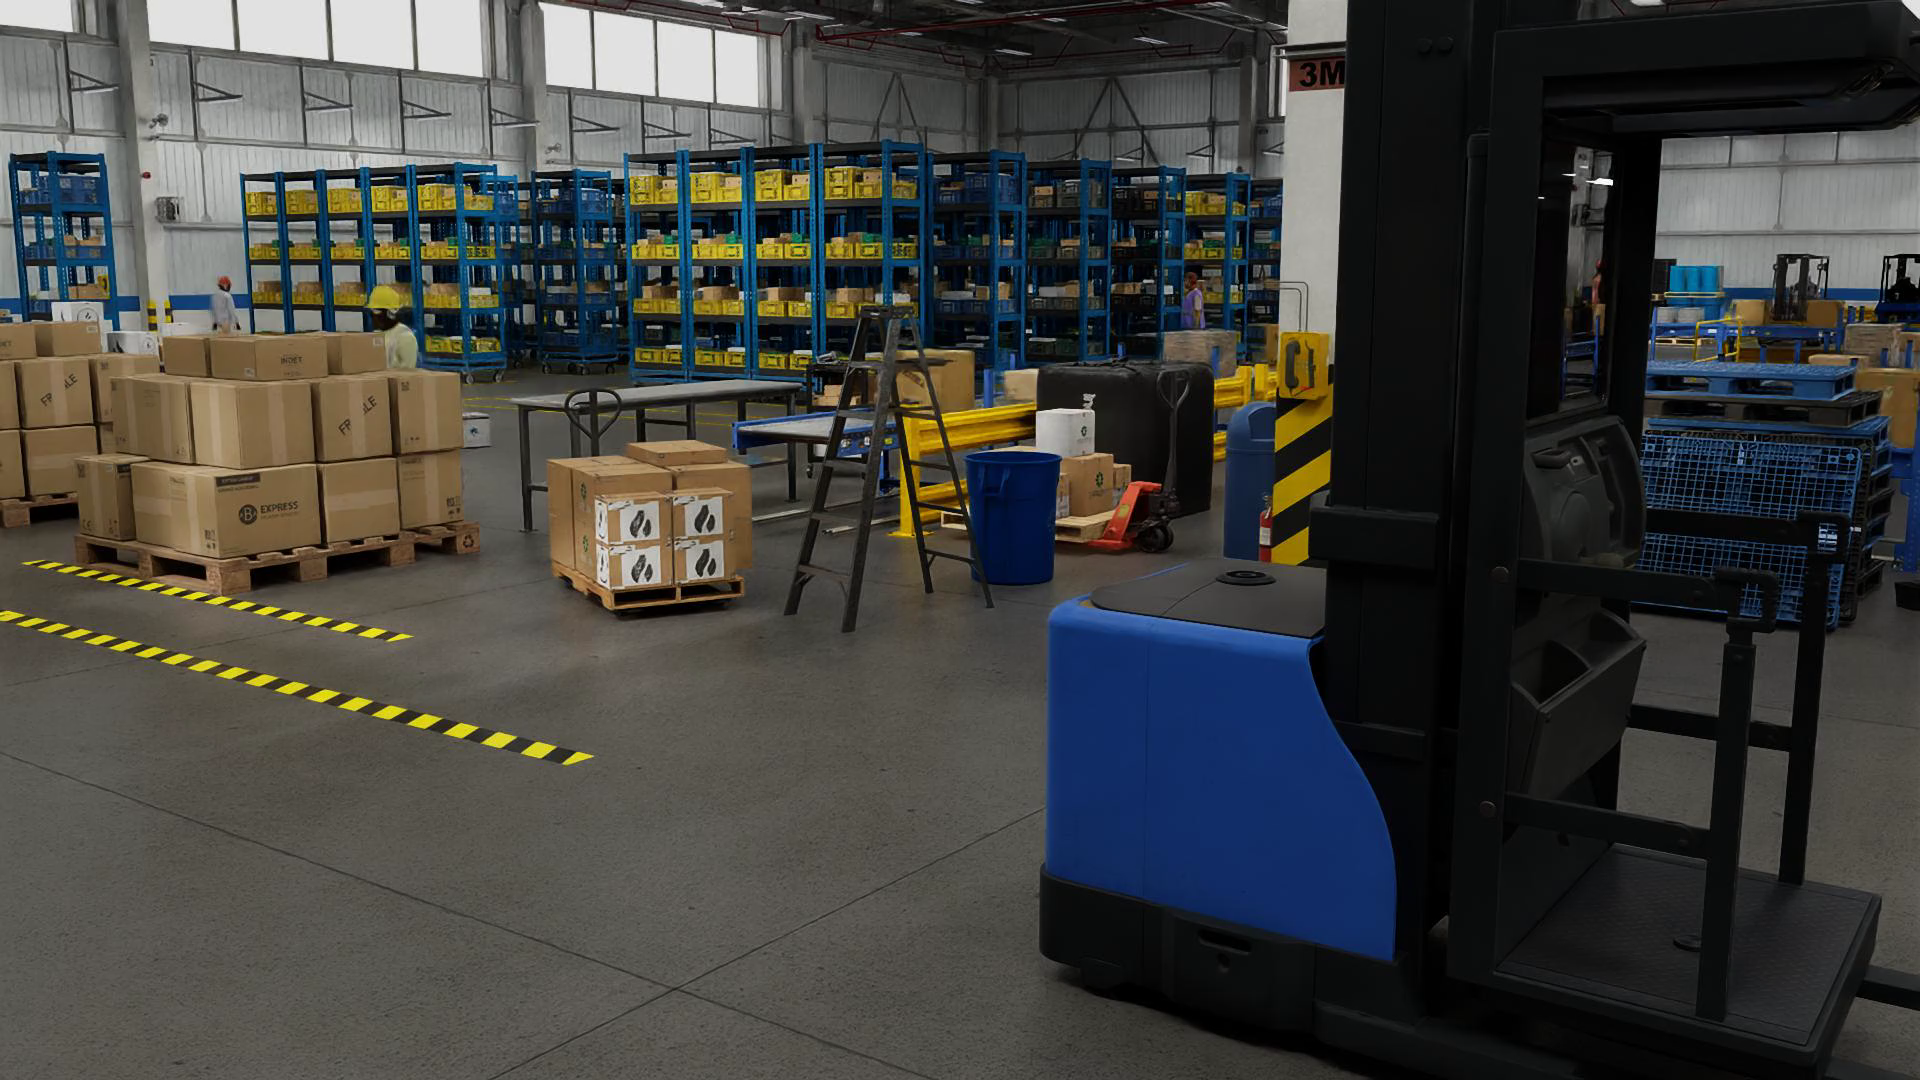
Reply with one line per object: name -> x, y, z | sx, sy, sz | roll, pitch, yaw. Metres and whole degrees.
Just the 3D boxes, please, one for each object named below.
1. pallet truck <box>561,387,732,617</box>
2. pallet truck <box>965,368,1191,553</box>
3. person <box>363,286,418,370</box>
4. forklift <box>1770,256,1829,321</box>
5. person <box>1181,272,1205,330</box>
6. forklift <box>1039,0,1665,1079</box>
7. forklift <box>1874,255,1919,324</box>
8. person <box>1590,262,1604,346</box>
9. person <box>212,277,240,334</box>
pallet truck -> -1.981, -0.274, 10.088 | 0.680, 1.201, 1.601 | -5, 11, -28
pallet truck -> 0.845, -0.609, 11.869 | 1.630, 1.274, 0.653 | 7, 12, 35
person -> -4.549, -1.110, 13.290 | 0.617, 1.821, 0.425 | 9, 13, 44
forklift -> 20.253, -5.854, 40.139 | 1.157, 1.987, 2.680 | 7, 12, 35
person -> 3.768, -3.419, 26.985 | 0.389, 1.844, 0.566 | -2, 10, -9
forklift -> 1.249, -0.137, 4.360 | 1.873, 2.768, 1.129 | 7, 12, 35
forklift -> 22.089, -5.634, 38.796 | 1.157, 1.987, 2.680 | 6, 11, 33
person -> 15.161, -5.582, 39.414 | 0.379, 1.996, 0.611 | 0, 10, 0
person -> -14.368, -4.296, 32.624 | 0.590, 1.699, 0.912 | 7, 12, 37
